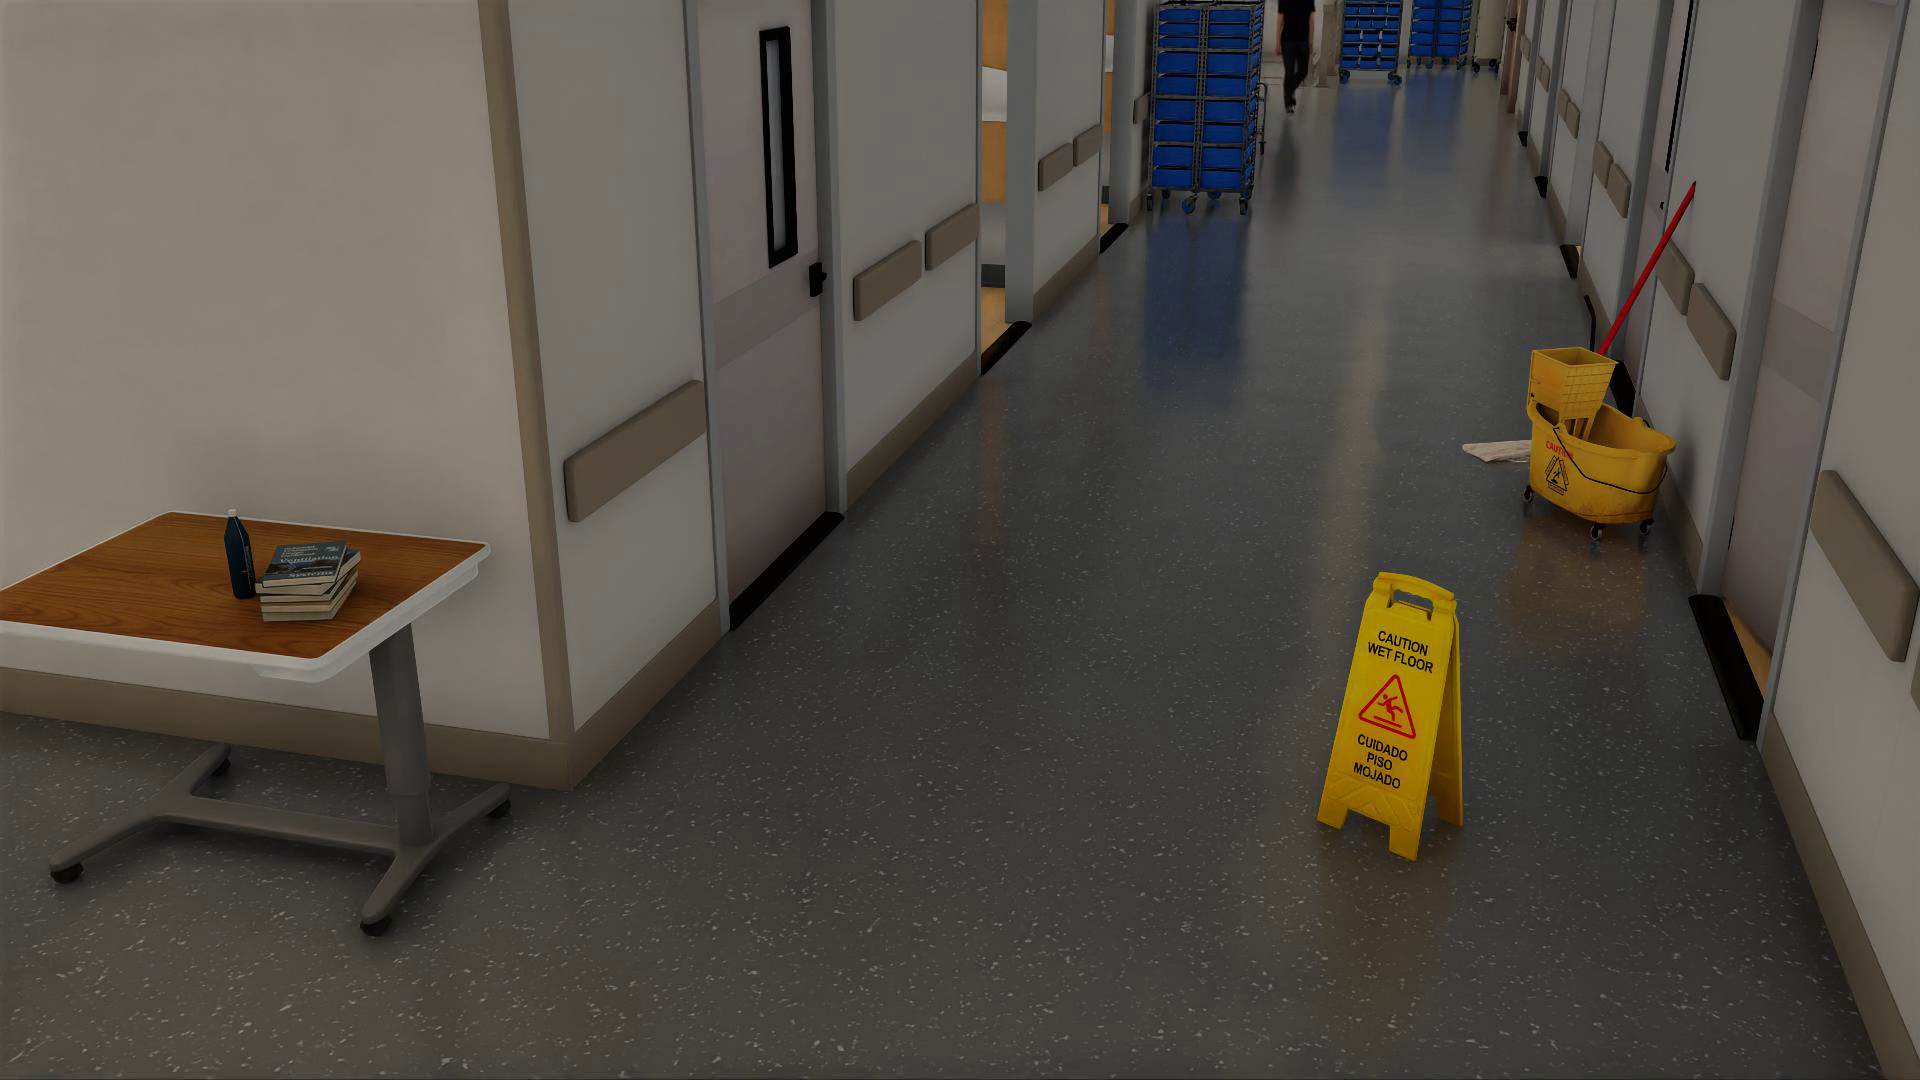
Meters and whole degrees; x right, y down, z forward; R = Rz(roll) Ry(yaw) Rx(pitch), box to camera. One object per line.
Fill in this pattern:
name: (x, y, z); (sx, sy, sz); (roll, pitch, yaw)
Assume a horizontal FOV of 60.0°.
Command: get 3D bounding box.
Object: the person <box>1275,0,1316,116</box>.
person: (4.248, -6.358, 21.165); (0.784, 1.813, 0.912); (-1, 21, -2)
